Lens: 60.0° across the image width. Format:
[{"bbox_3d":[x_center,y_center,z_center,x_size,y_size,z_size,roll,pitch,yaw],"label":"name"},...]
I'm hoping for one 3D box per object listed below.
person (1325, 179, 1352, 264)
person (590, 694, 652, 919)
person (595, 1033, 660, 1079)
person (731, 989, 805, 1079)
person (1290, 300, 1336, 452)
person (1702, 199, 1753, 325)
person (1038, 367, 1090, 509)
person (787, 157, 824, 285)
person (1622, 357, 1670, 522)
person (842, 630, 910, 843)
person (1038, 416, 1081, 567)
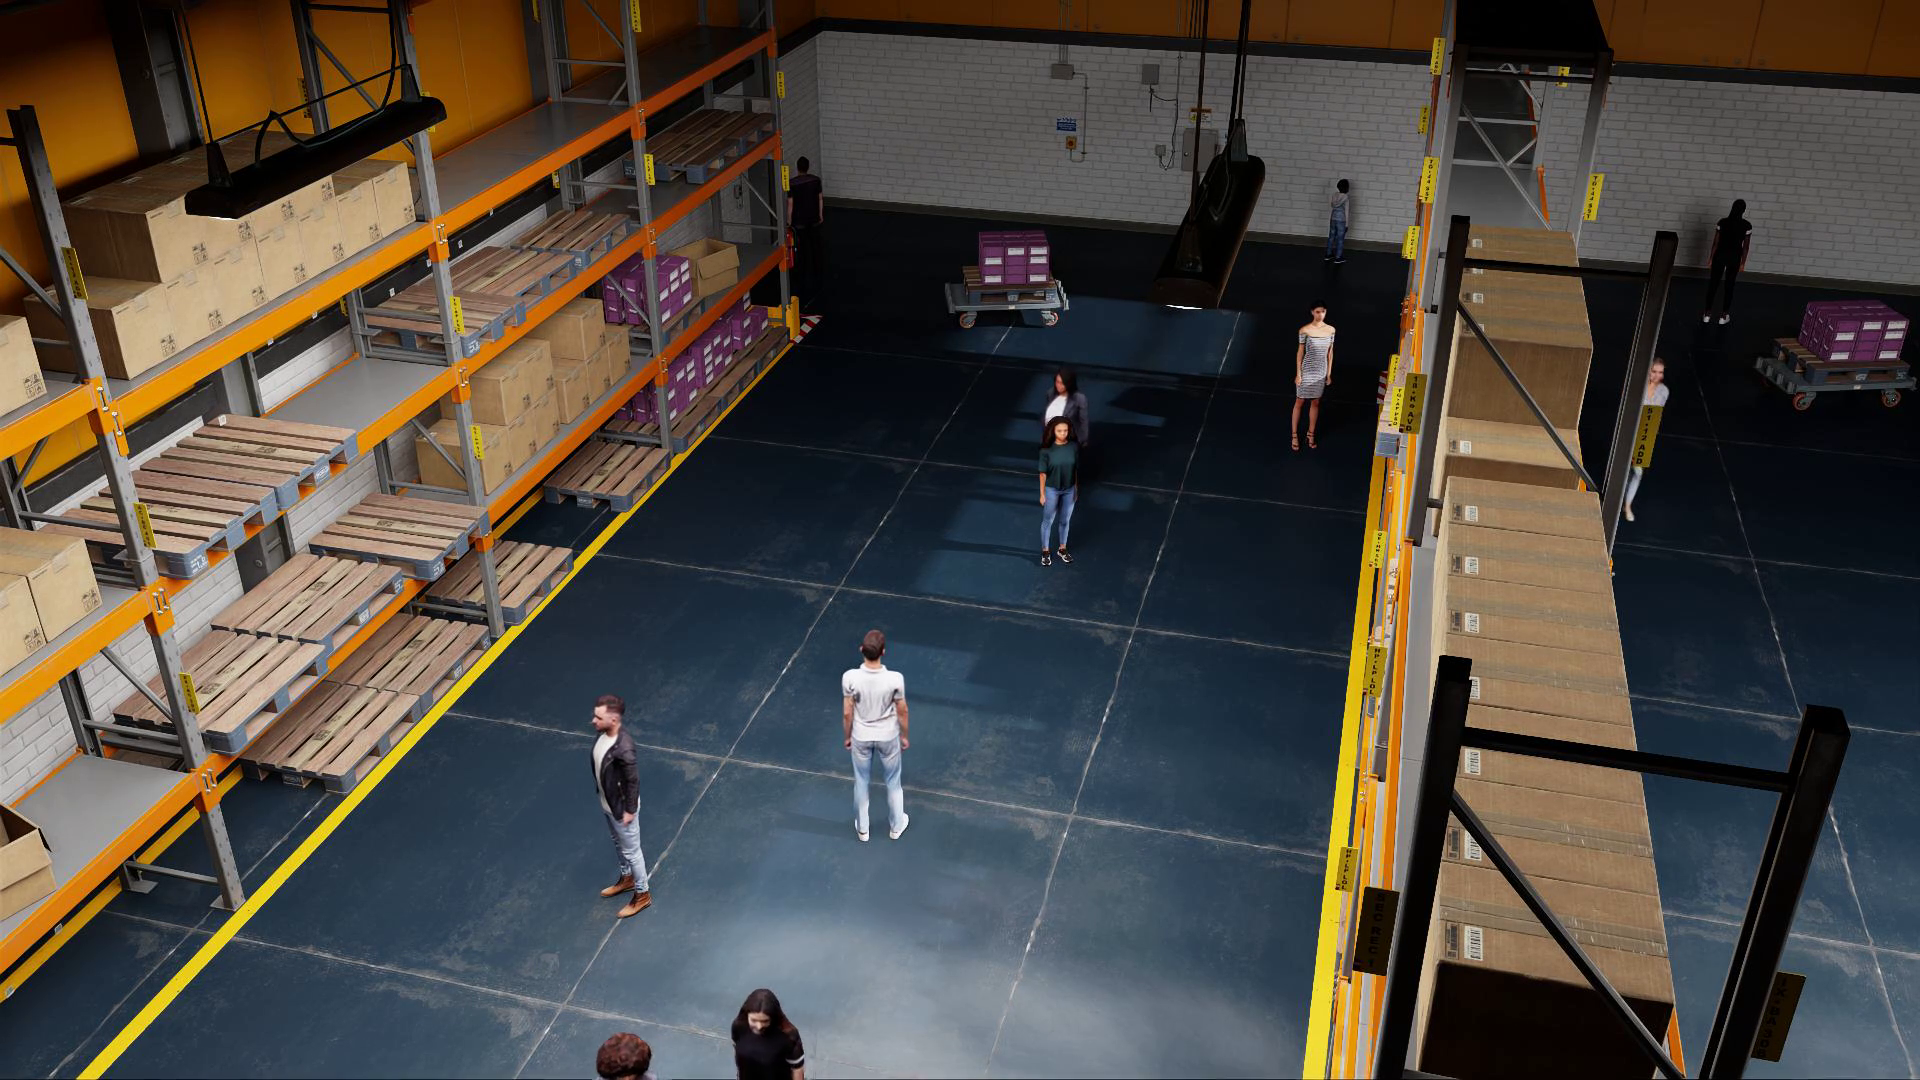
[{"bbox_3d":[5.717,-4.826,25.103,0.608,1.258,0.557,-19,34,-31],"label":"person"},{"bbox_3d":[-2.478,1.907,12.155,0.776,1.837,0.731,-17,33,-29],"label":"person"},{"bbox_3d":[-1.842,3.420,9.552,0.829,1.673,1.130,-2,29,-4],"label":"person"},{"bbox_3d":[-1.109,3.213,10.020,0.650,1.589,1.133,9,30,15],"label":"person"},{"bbox_3d":[4.050,-1.903,19.155,0.670,1.823,0.672,-5,29,-10],"label":"person"},{"bbox_3d":[10.500,-3.822,22.772,0.656,1.729,0.613,14,31,24],"label":"person"},{"bbox_3d":[1.159,-1.122,17.998,0.935,1.558,1.125,21,35,34],"label":"person"},{"bbox_3d":[-2.244,-4.667,24.198,0.795,1.846,0.828,-12,31,-21],"label":"person"},{"bbox_3d":[7.220,-1.143,17.816,0.687,1.771,1.075,3,29,6],"label":"person"},{"bbox_3d":[-0.651,1.521,12.848,0.705,1.851,0.628,0,29,1],"label":"person"},{"bbox_3d":[1.002,-0.516,16.828,0.709,1.616,0.743,-8,30,-14],"label":"person"}]
